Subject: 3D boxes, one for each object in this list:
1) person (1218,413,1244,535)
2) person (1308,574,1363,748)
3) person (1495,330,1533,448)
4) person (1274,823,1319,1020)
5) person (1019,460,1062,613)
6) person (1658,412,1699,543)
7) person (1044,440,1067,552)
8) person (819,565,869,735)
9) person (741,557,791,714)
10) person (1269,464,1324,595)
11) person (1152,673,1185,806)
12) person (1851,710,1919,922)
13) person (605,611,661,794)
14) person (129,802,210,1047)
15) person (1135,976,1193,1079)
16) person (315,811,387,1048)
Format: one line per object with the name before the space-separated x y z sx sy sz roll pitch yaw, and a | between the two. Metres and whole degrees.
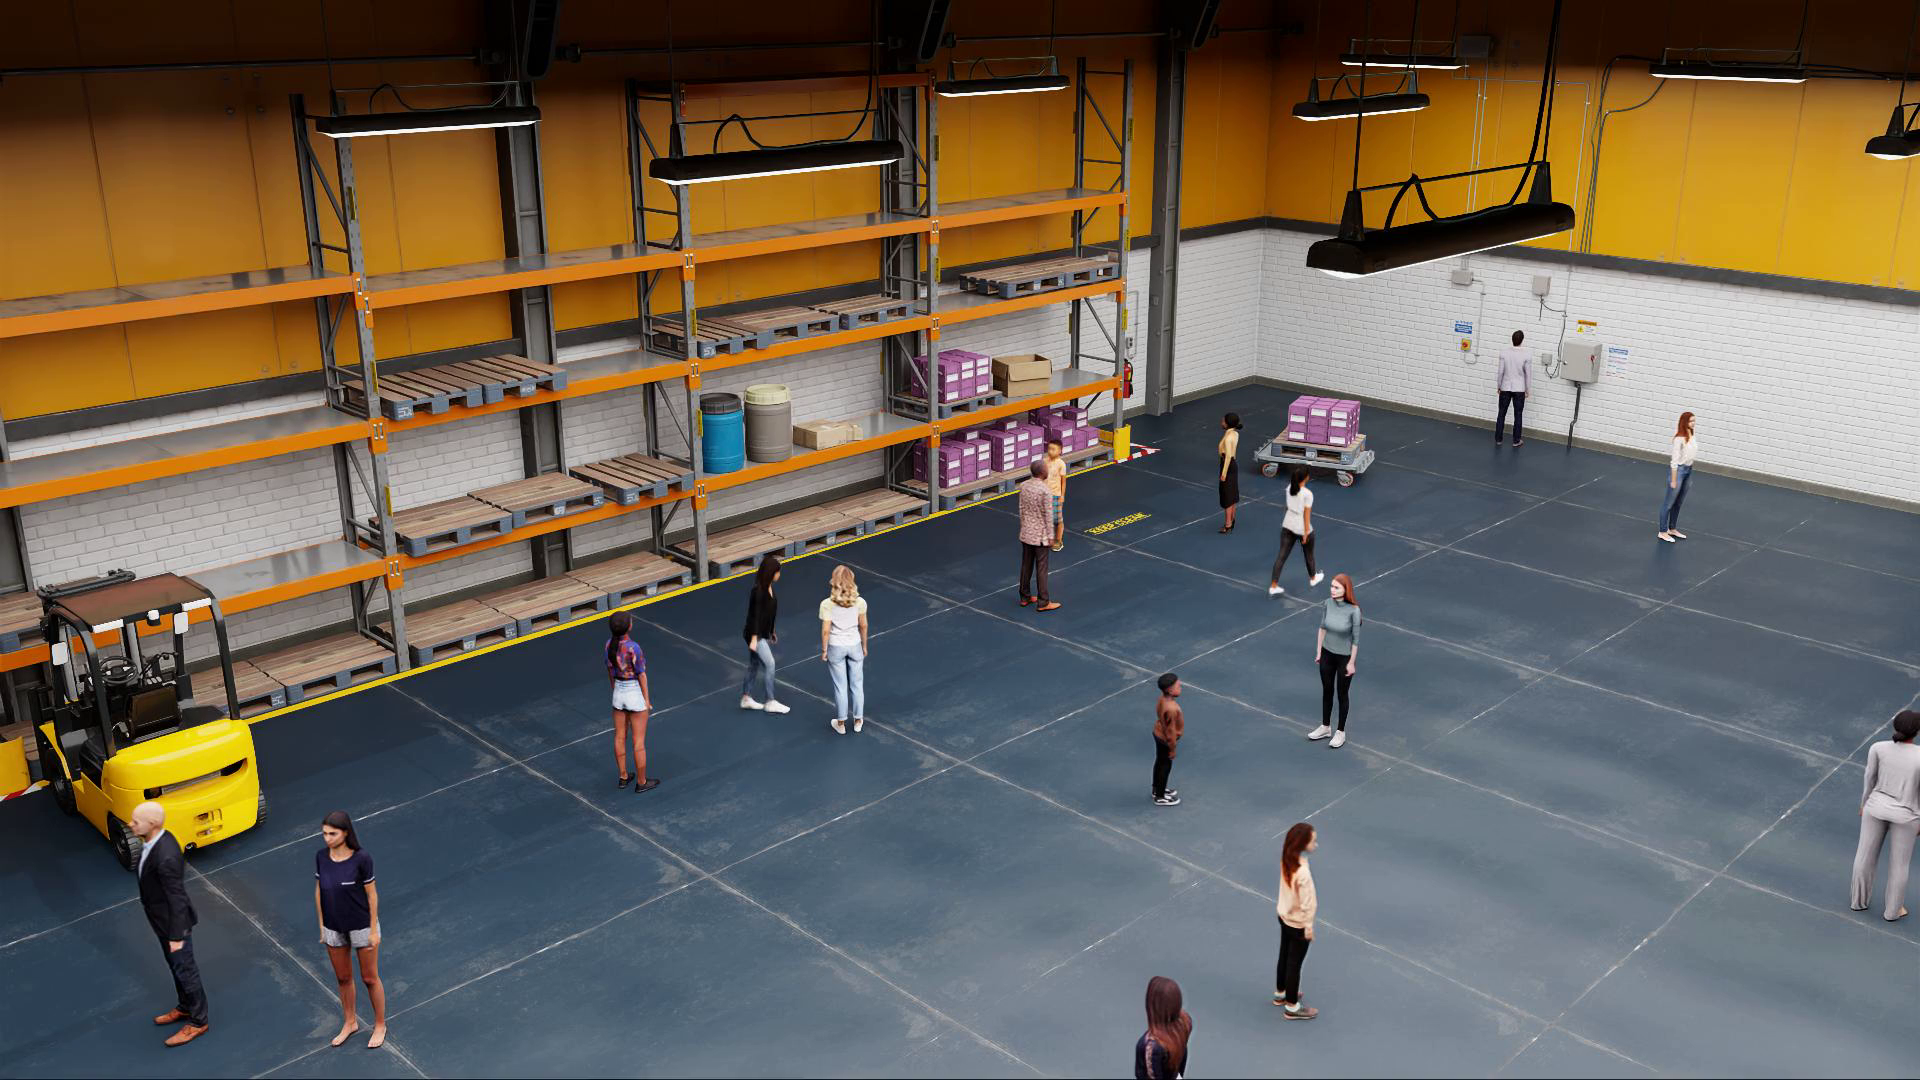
person | 3.594 -0.901 22.278 0.715 1.654 0.597 8 20 22
person | 3.643 1.149 16.049 0.534 1.742 0.593 -16 24 -39
person | 8.803 -2.421 26.477 0.746 1.853 0.696 9 21 25
person | 2.393 2.696 11.862 0.681 1.483 0.651 -3 19 -10
person | 0.896 -0.069 19.567 0.595 1.807 0.677 -16 24 -39
person | 9.530 -0.859 22.035 0.508 1.728 0.675 -12 22 -31
person | 1.206 -0.600 21.683 0.565 1.462 0.564 11 22 30
person | -1.126 1.074 16.305 0.651 1.723 0.770 -5 19 -14
person | -2.112 0.962 16.808 0.897 1.613 0.837 2 19 6
person | 3.974 -0.084 19.942 1.139 1.595 0.595 -16 24 -39
person | 1.844 1.776 14.956 0.625 1.253 0.584 -2 19 -7
person | 7.339 2.150 13.089 0.637 1.736 0.542 16 24 40
person | -3.019 1.453 15.148 0.643 1.741 0.607 10 21 27
person | -5.493 2.627 11.573 0.629 1.800 0.704 -13 22 -33
person | 1.176 3.300 9.876 0.695 1.607 0.512 13 22 33
person | -4.206 2.673 11.489 0.658 1.766 0.696 2 19 7
